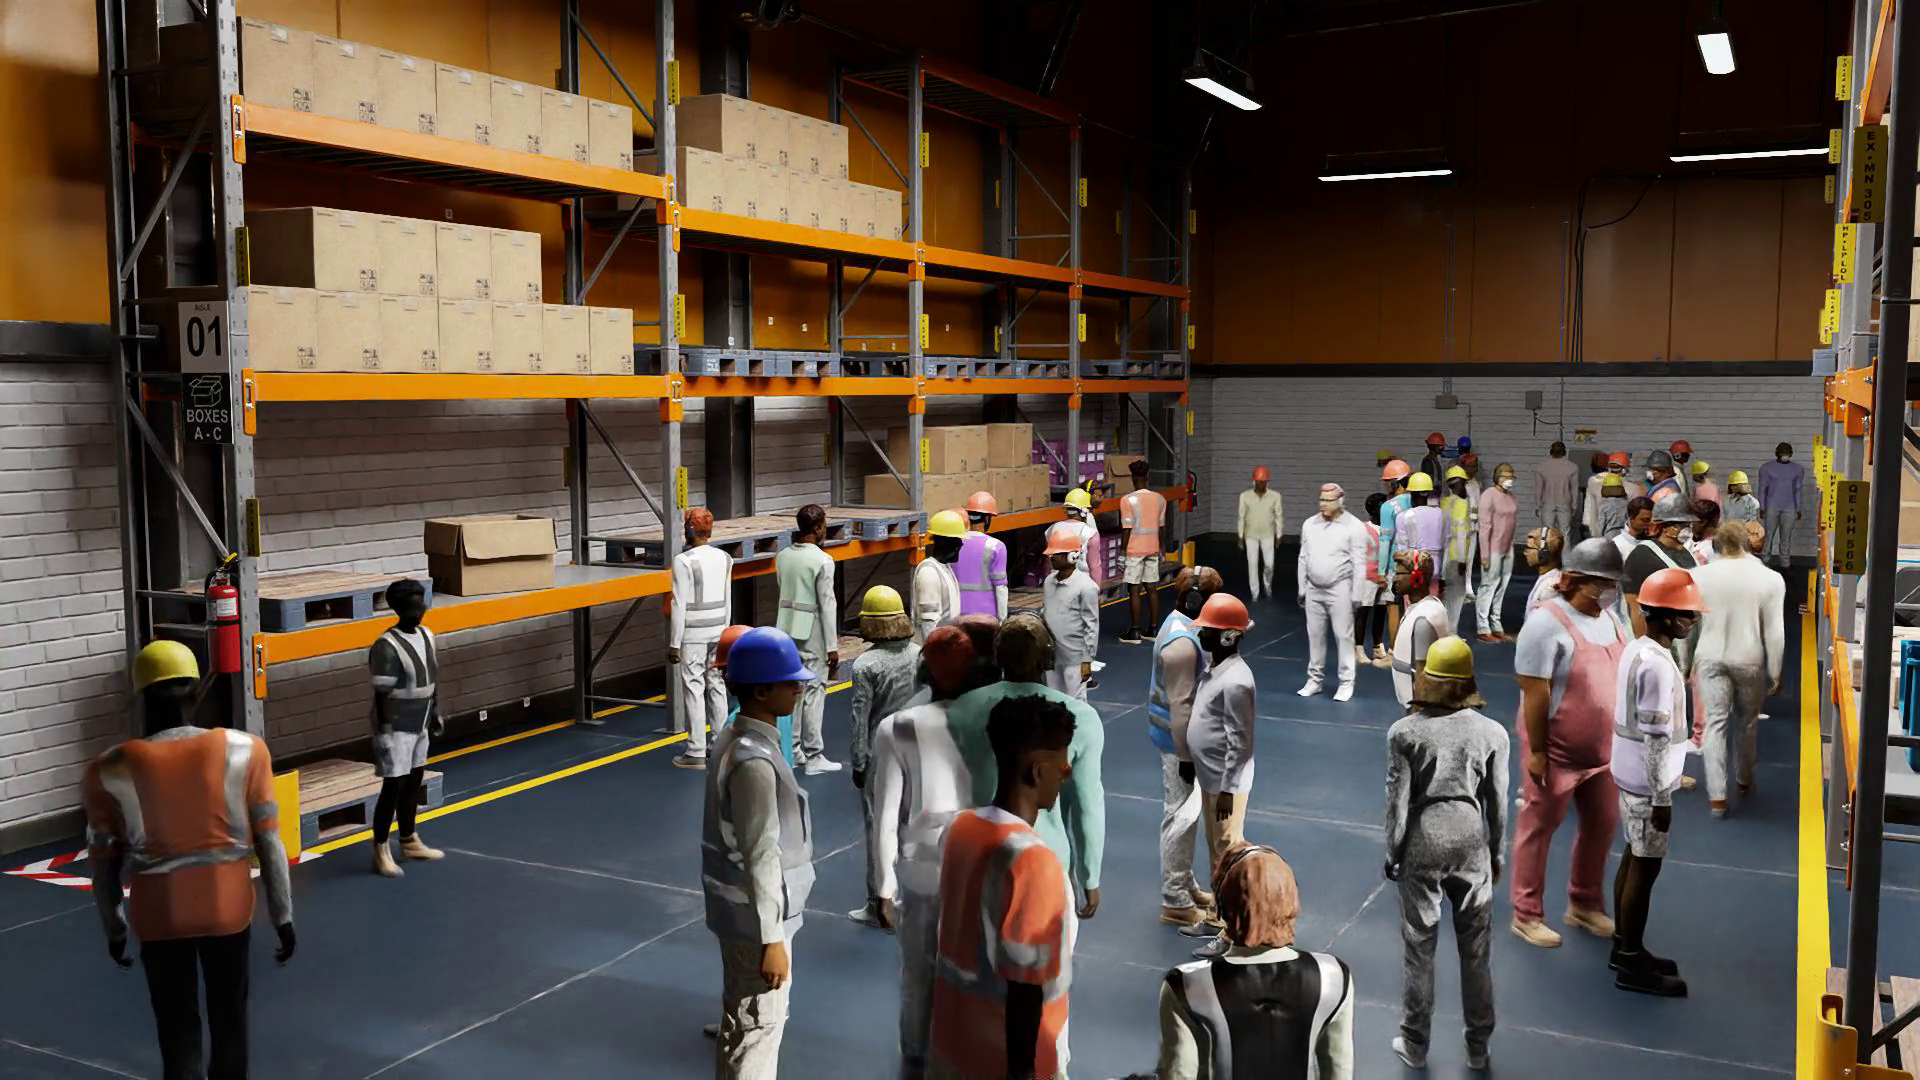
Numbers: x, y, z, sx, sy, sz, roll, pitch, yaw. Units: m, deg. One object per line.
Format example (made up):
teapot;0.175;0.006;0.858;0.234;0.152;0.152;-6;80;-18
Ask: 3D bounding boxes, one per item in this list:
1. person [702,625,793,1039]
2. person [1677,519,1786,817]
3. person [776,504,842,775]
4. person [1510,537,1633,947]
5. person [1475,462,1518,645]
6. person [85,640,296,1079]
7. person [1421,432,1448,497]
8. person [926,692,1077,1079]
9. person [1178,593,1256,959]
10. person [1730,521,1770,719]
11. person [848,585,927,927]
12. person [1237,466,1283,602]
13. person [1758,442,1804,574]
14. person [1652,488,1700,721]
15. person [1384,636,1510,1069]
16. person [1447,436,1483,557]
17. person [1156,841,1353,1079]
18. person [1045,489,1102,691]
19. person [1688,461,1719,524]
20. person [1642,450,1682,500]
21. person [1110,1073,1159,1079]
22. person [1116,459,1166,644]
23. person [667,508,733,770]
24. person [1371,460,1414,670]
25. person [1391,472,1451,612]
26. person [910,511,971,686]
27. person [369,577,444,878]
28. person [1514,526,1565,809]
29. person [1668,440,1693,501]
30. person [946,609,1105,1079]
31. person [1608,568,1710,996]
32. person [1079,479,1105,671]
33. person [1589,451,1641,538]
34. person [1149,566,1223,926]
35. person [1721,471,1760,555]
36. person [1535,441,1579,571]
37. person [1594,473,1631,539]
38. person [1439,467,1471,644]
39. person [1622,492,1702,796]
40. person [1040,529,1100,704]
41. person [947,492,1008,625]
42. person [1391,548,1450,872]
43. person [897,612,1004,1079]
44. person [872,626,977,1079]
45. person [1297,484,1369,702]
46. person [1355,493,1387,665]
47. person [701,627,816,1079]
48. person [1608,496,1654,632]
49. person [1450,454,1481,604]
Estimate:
person;-0.901;1.228;7.085;0.354;1.737;0.573;1;5;12
person;5.019;0.809;10.853;0.636;1.880;1.023;3;6;26
person;-1.090;0.703;11.805;0.398;1.913;0.587;-5;7;-43
person;3.044;0.975;8.181;0.684;2.000;0.535;-3;6;-31
person;5.738;0.139;17.738;0.630;1.936;0.366;-5;7;-42
person;-2.698;1.277;5.821;0.607;1.869;0.975;-3;6;-29
person;7.238;-0.626;25.442;0.404;2.038;0.605;3;6;26
person;0.220;1.371;4.600;1.009;1.906;0.624;-3;6;-26
person;1.256;1.127;8.055;0.318;1.756;0.562;0;5;-3
person;6.498;0.659;13.759;0.289;1.633;0.497;-1;5;-6
person;-0.375;1.098;8.510;0.483;1.737;0.319;-5;7;-40
person;3.790;-0.075;21.063;0.577;1.735;0.364;1;5;9
person;11.932;-0.461;24.184;0.632;1.940;0.372;0;5;5
person;5.787;0.527;13.663;0.549;1.923;0.390;1;5;12
person;1.959;1.257;6.730;0.492;1.742;0.319;0;5;4
person;8.091;-0.690;26.688;0.613;1.936;0.440;-1;6;-15
person;0.716;1.556;4.072;0.525;1.639;0.307;-1;5;-13
person;1.039;0.449;15.040;0.590;1.823;0.404;4;7;40
person;9.959;-0.189;22.306;0.533;1.739;0.486;-5;7;-42
person;7.860;-0.007;18.752;0.535;2.000;0.685;2;6;16
person;0.220;1.621;2.237;0.386;1.846;0.551;-3;6;-31
person;1.923;0.123;17.757;0.614;1.962;0.361;-4;7;-35
person;-1.867;0.705;12.002;0.346;1.878;0.578;4;6;34
person;4.243;0.243;16.118;0.606;2.035;0.403;-4;7;-35
person;4.373;0.321;15.812;0.585;1.930;0.363;-2;6;-19
person;-0.130;0.757;11.211;0.402;1.914;0.599;1;5;11
person;-3.133;1.040;9.382;0.336;1.687;0.573;1;5;11
person;3.793;0.832;10.766;0.347;1.846;0.505;2;6;25
person;10.008;-0.401;23.235;0.391;1.995;0.613;3;6;28
person;0.226;1.221;6.149;0.631;1.932;0.372;2;6;17
person;3.173;1.086;7.577;0.386;1.931;0.543;1;5;14
person;1.225;0.342;16.017;0.333;1.856;0.526;1;5;10
person;7.683;-0.047;19.503;0.408;1.984;0.615;-5;7;-44
person;1.190;1.044;8.550;0.429;1.837;0.625;1;5;12
person;9.299;0.041;19.883;0.331;1.736;0.488;-3;6;-28
person;8.808;-0.496;24.563;0.629;1.940;0.373;2;6;19
person;7.569;0.093;19.316;0.486;1.738;0.321;-1;5;-13
person;5.286;0.171;17.722;0.355;1.890;0.732;0;5;-1
person;4.798;0.694;11.210;0.672;2.000;0.536;-4;7;-38
person;0.732;0.793;11.663;0.331;1.750;0.572;-4;6;-35
person;0.134;0.581;13.066;0.550;1.925;0.391;3;6;26
person;2.632;0.963;9.432;0.395;1.835;0.562;1;5;15
person;0.087;1.214;6.378;0.671;1.903;0.398;-2;6;-22
person;-0.058;1.239;6.353;0.576;1.841;0.940;-1;5;-7
person;3.239;0.456;14.563;0.661;1.901;0.402;5;7;44
person;4.096;0.380;16.396;0.540;1.700;0.315;-3;6;-30
person;-0.675;1.260;5.612;0.389;1.949;0.602;-1;5;-15
person;5.194;0.609;12.850;0.603;1.904;0.386;-3;6;-25
person;6.411;-0.139;21.024;0.573;1.883;0.356;-5;7;-41
